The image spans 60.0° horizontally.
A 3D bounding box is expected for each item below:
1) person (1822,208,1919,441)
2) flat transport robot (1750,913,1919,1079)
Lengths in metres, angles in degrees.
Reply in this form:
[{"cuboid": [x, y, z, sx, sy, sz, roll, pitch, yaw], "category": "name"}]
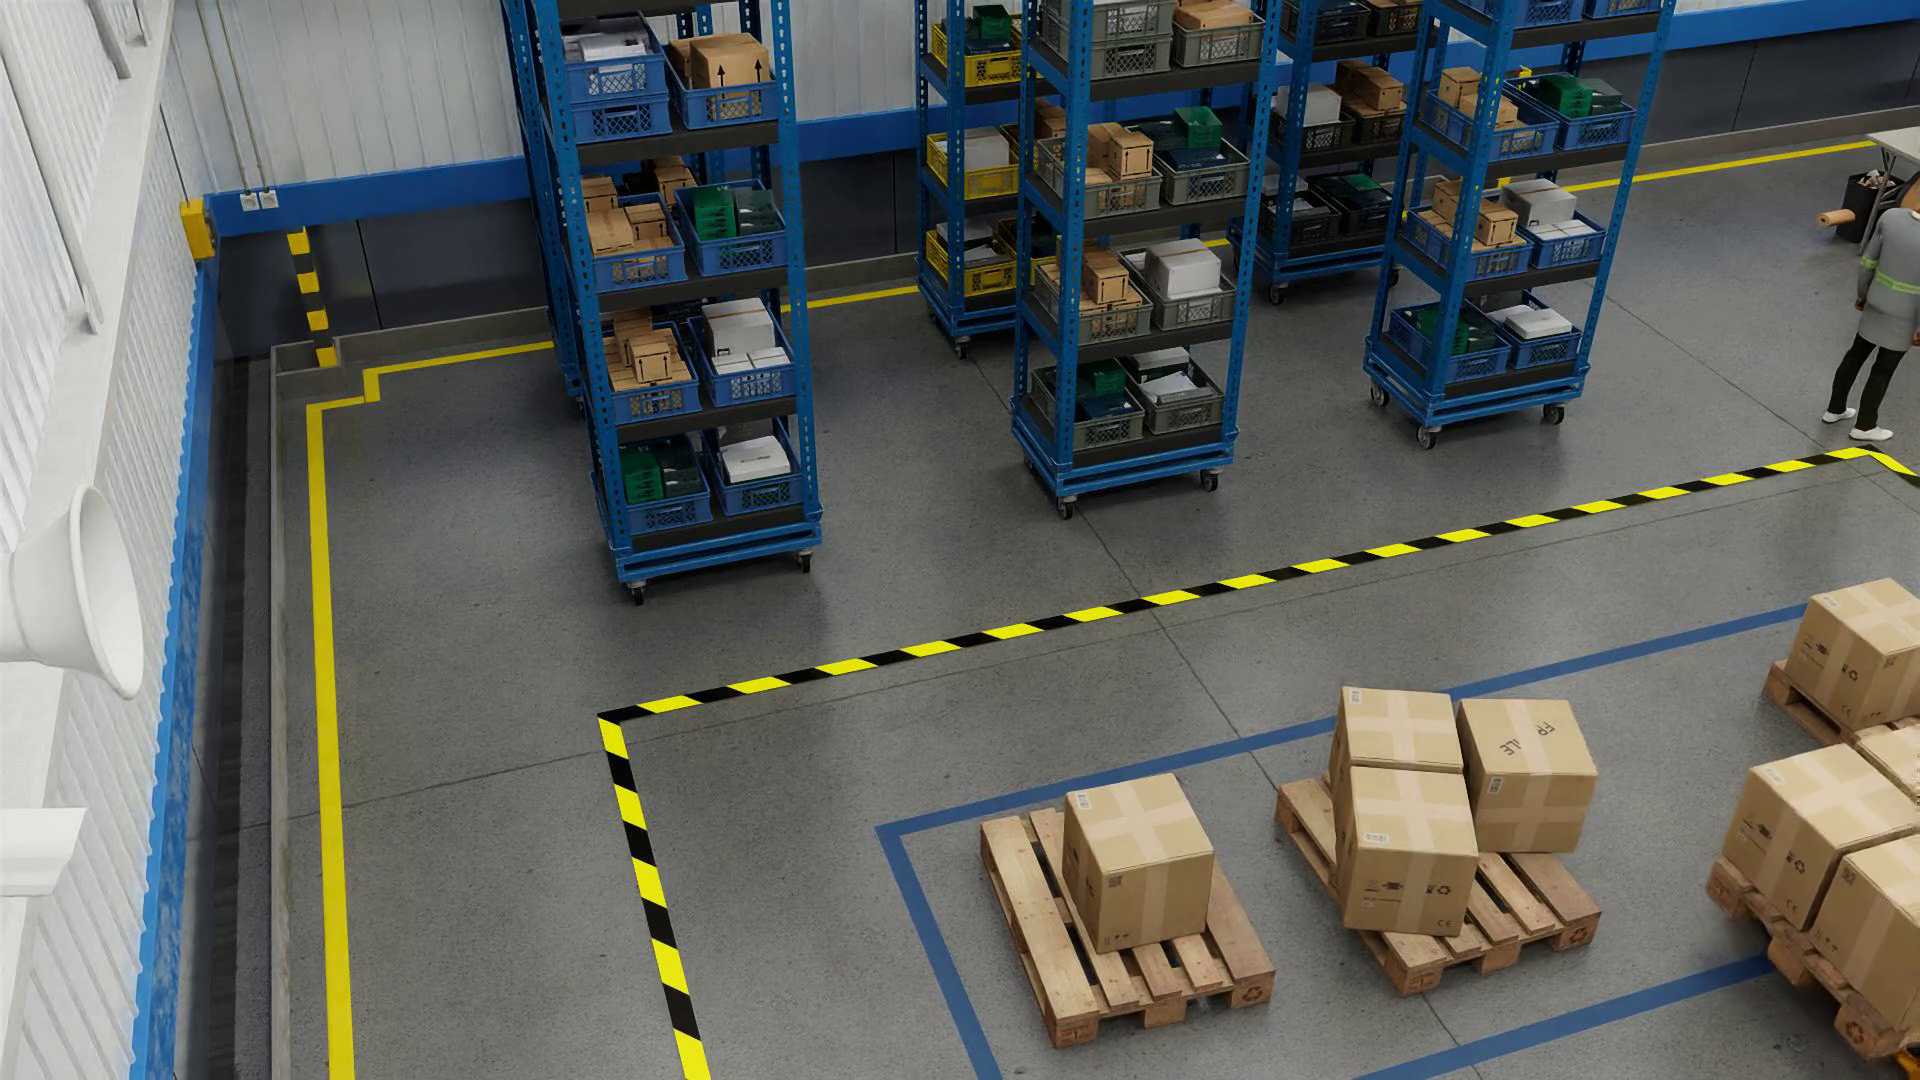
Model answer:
[{"cuboid": [6.108, -1.520, 10.836, 0.384, 1.850, 0.597, -12, 37, -16], "category": "person"}, {"cuboid": [4.129, 1.852, 7.406, 0.652, 0.197, 1.431, -11, 37, -15], "category": "flat transport robot"}]
